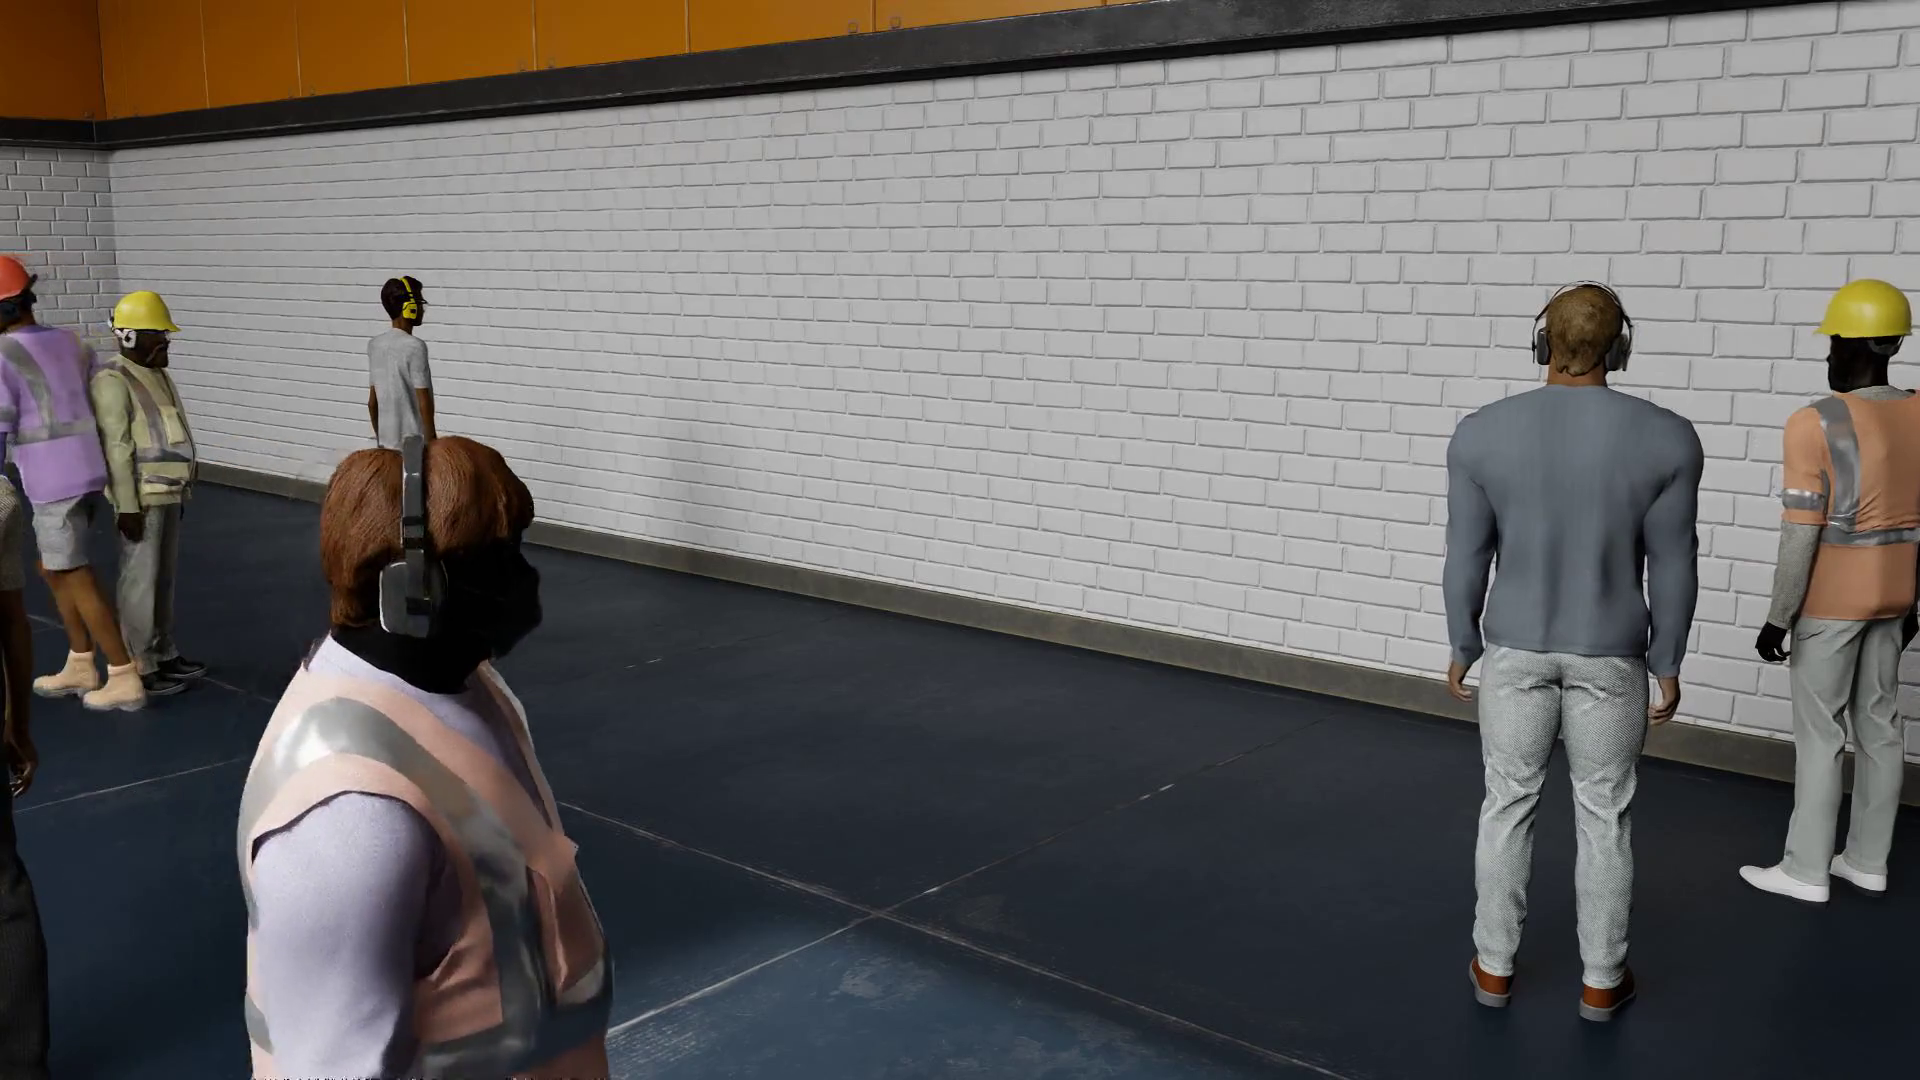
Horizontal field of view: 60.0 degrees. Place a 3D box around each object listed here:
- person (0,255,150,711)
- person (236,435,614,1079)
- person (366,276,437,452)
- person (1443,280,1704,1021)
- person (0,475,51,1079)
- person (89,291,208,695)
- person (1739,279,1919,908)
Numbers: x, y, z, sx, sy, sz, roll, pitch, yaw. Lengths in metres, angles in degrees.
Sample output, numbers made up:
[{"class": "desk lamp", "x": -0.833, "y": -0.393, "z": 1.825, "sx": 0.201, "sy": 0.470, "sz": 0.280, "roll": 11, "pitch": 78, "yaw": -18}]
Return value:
[{"class": "person", "x": -3.914, "y": -0.228, "z": 7.198, "sx": 0.752, "sy": 1.991, "sz": 0.624, "roll": 1, "pitch": 10, "yaw": 7}, {"class": "person", "x": -0.729, "y": 0.764, "z": 2.100, "sx": 0.856, "sy": 1.817, "sz": 0.634, "roll": -2, "pitch": 10, "yaw": -12}, {"class": "person", "x": -3.021, "y": -0.504, "z": 9.134, "sx": 0.519, "sy": 1.874, "sz": 0.331, "roll": 7, "pitch": 12, "yaw": 36}, {"class": "person", "x": 1.583, "y": 0.299, "z": 4.372, "sx": 0.628, "sy": 1.940, "sz": 0.373, "roll": 4, "pitch": 11, "yaw": 23}, {"class": "person", "x": -2.302, "y": 0.465, "z": 3.687, "sx": 0.338, "sy": 1.845, "sz": 0.514, "roll": 5, "pitch": 11, "yaw": 26}, {"class": "person", "x": -3.703, "y": -0.217, "z": 7.617, "sx": 0.404, "sy": 1.827, "sz": 0.601, "roll": -1, "pitch": 10, "yaw": -5}, {"class": "person", "x": 2.726, "y": 0.172, "z": 5.117, "sx": 0.587, "sy": 1.930, "sz": 0.359, "roll": -3, "pitch": 10, "yaw": -18}]
